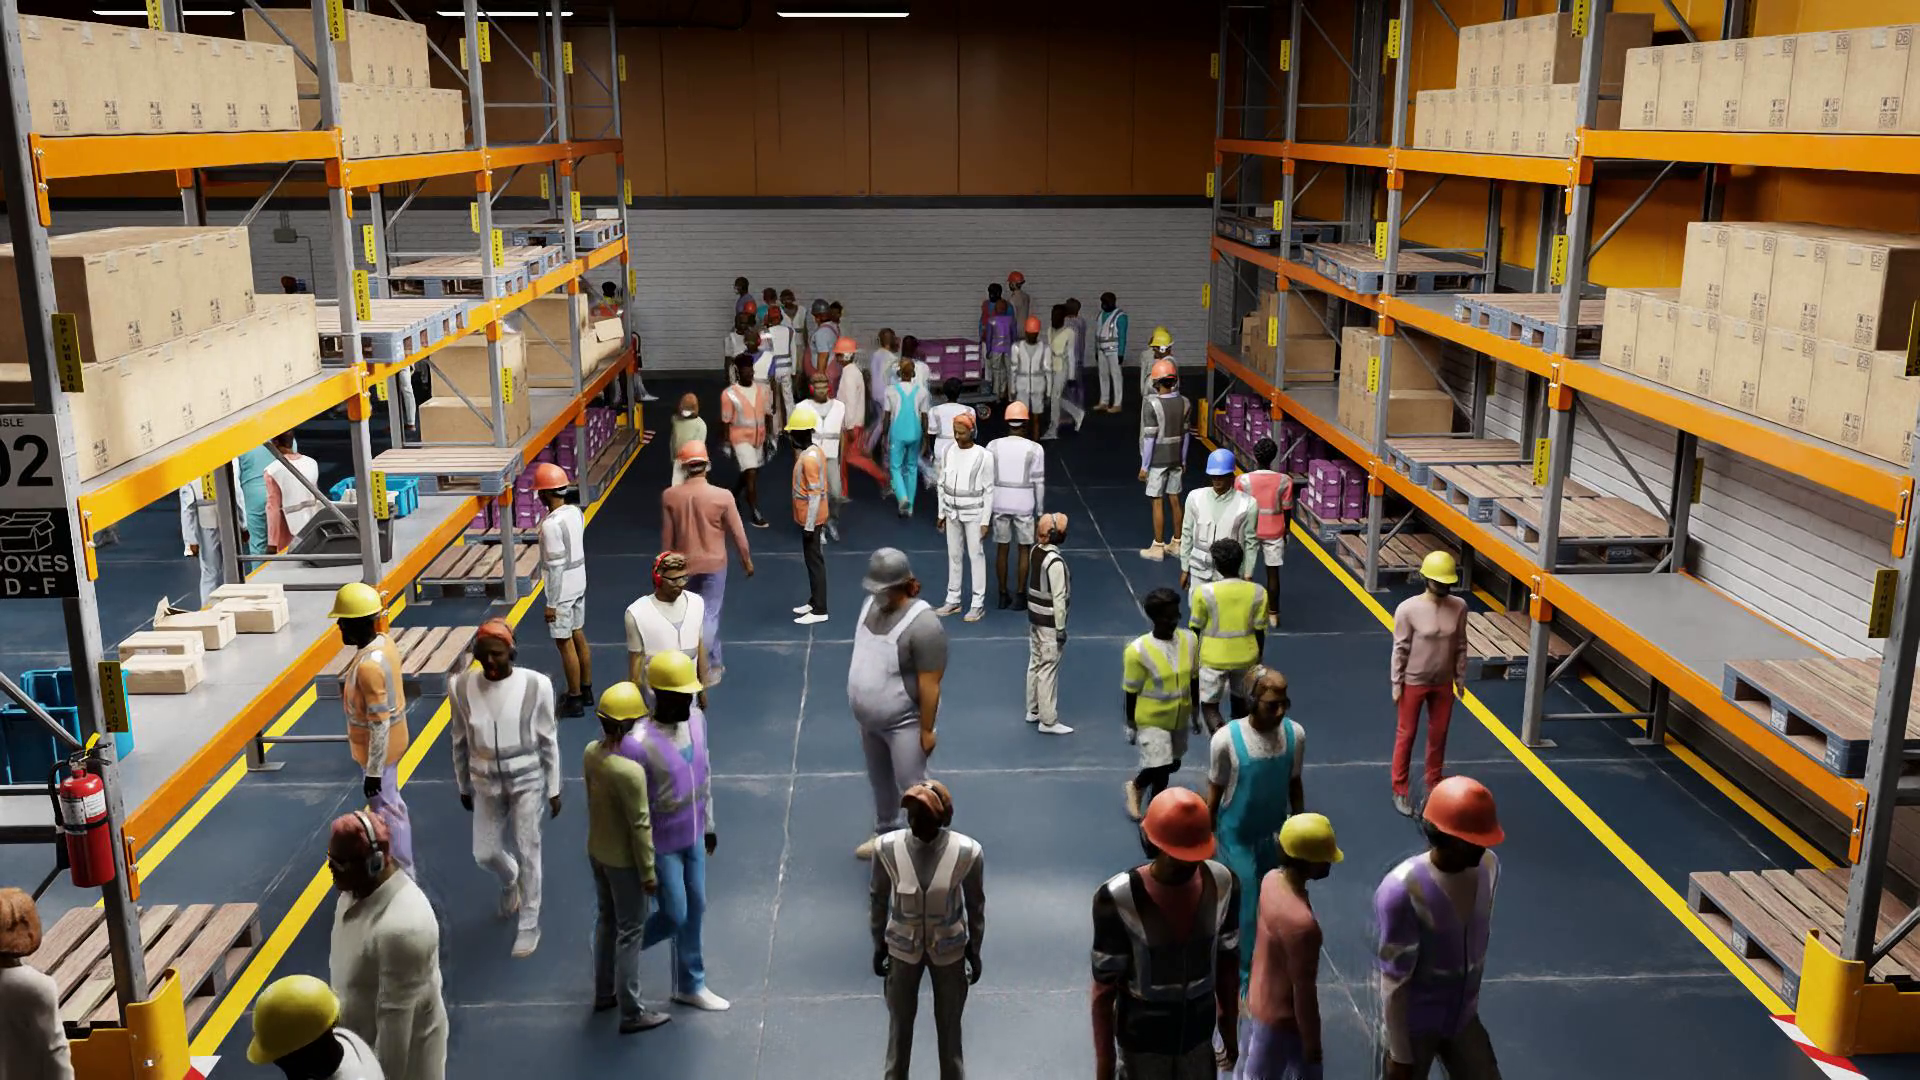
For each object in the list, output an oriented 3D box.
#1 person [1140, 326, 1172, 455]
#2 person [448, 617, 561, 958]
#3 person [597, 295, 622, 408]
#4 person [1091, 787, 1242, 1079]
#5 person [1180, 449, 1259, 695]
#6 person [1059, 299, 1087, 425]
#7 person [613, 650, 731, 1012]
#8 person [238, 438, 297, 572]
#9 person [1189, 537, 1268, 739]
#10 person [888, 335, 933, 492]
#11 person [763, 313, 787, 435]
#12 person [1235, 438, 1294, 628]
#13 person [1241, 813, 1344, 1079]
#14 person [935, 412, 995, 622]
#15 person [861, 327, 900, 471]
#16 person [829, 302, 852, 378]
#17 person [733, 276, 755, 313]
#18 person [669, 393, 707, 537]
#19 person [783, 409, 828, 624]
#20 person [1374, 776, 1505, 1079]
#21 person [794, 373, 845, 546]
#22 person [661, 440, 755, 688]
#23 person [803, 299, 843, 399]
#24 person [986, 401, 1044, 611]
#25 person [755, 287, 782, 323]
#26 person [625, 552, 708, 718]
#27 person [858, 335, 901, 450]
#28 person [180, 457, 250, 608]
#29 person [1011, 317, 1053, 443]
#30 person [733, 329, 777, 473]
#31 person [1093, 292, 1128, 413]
[{"bbox_3d":[2.613,-1.965,22.051,0.488,1.733,0.328,11,18,36],"label":"person"},{"bbox_3d":[-2.430,1.296,8.990,0.583,1.870,0.504,0,14,-1],"label":"person"},{"bbox_3d":[-5.407,-2.908,25.715,0.528,1.752,0.357,11,18,36],"label":"person"},{"bbox_3d":[0.797,1.886,6.344,0.611,2.032,0.411,-5,15,-18],"label":"person"},{"bbox_3d":[2.004,0.241,12.955,0.602,1.949,0.390,5,15,20],"label":"person"},{"bbox_3d":[1.644,-2.612,24.361,0.338,1.846,0.514,11,18,37],"label":"person"},{"bbox_3d":[-1.466,1.449,8.297,0.560,1.912,0.586,7,16,26],"label":"person"},{"bbox_3d":[-6.457,-0.377,15.468,0.643,1.909,0.410,-9,17,-32],"label":"person"},{"bbox_3d":[1.827,0.824,11.214,0.544,1.669,0.646,-2,14,-9],"label":"person"},{"bbox_3d":[-0.567,-1.489,19.865,0.719,1.888,0.621,13,19,42],"label":"person"},{"bbox_3d":[-2.620,-2.361,23.576,0.337,1.742,0.562,5,15,20],"label":"person"},{"bbox_3d":[2.660,-0.057,14.643,0.531,1.691,0.318,1,14,4],"label":"person"},{"bbox_3d":[1.258,1.920,6.829,0.859,1.731,0.526,0,14,1],"label":"person"},{"bbox_3d":[0.037,-0.213,14.867,0.575,1.885,0.355,9,17,33],"label":"person"},{"bbox_3d":[-0.986,-1.778,21.119,0.540,1.827,0.483,13,19,42],"label":"person"},{"bbox_3d":[-1.809,-2.509,24.017,0.534,1.816,0.941,0,14,1],"label":"person"},{"bbox_3d":[-3.443,-3.282,26.834,0.385,1.930,0.653,-3,15,-11],"label":"person"},{"bbox_3d":[-2.927,-0.789,17.703,0.566,1.592,0.672,7,16,25],"label":"person"},{"bbox_3d":[-1.359,-0.210,14.768,0.381,1.924,0.593,-1,14,-5],"label":"person"},{"bbox_3d":[1.891,1.872,6.412,0.622,2.012,0.777,-7,16,-25],"label":"person"},{"bbox_3d":[-1.461,-0.840,17.436,0.578,1.829,0.454,-5,15,-17],"label":"person"},{"bbox_3d":[-2.004,0.181,13.154,0.667,1.959,0.664,4,15,17],"label":"person"},{"bbox_3d":[-1.873,-2.264,22.608,0.536,2.000,0.684,4,15,14],"label":"person"},{"bbox_3d":[0.503,-0.310,15.197,0.551,1.914,0.434,4,15,14],"label":"person"},{"bbox_3d":[-2.970,-3.089,26.340,0.613,1.799,0.957,-6,16,-23],"label":"person"},{"bbox_3d":[-1.820,0.956,10.381,0.560,1.836,0.394,-14,20,-43],"label":"person"},{"bbox_3d":[-1.002,-1.932,22.182,0.774,1.607,0.522,-2,14,-9],"label":"person"},{"bbox_3d":[-6.427,-0.094,14.360,0.402,1.909,0.599,7,16,27],"label":"person"},{"bbox_3d":[0.930,-1.946,21.667,0.551,1.887,0.963,1,14,3],"label":"person"},{"bbox_3d":[-2.603,-1.822,21.335,0.576,1.816,0.879,3,15,10],"label":"person"},{"bbox_3d":[2.284,-2.866,25.392,0.430,1.836,0.637,-10,17,-34],"label":"person"}]
